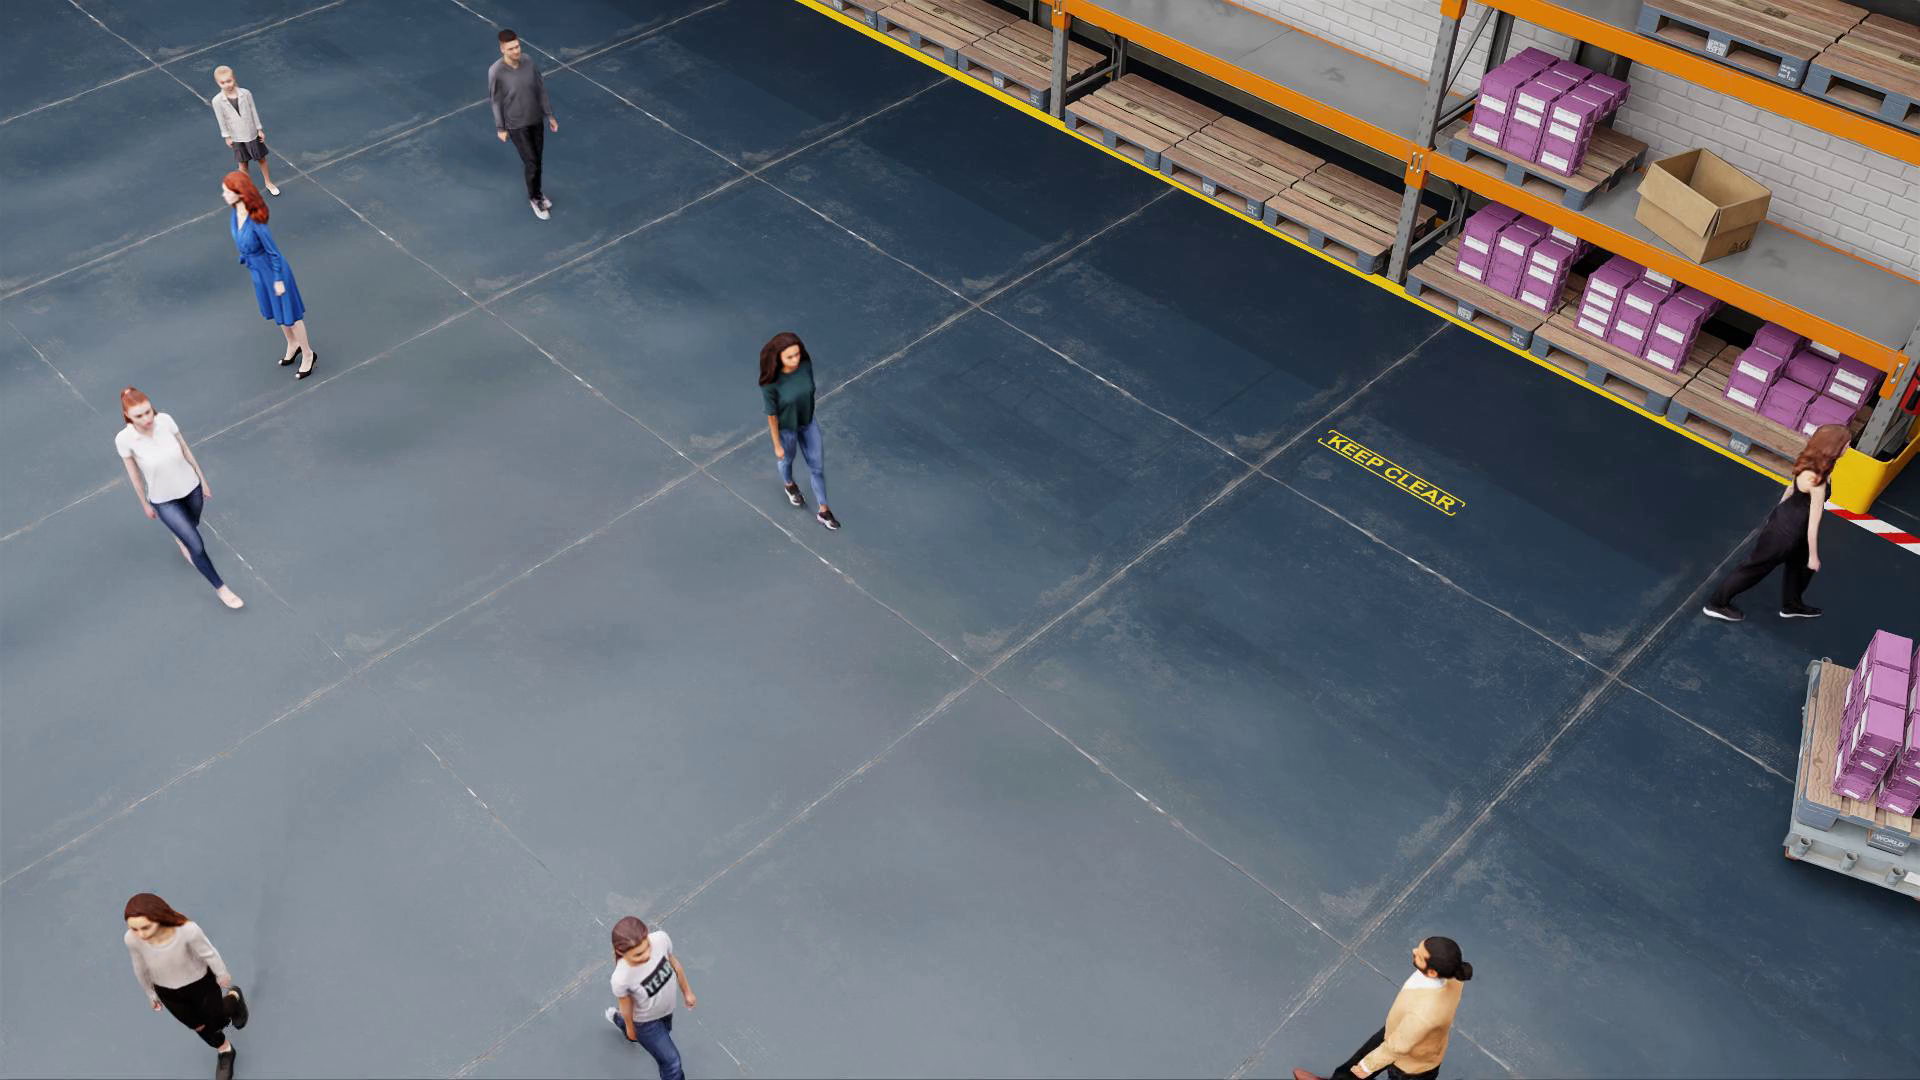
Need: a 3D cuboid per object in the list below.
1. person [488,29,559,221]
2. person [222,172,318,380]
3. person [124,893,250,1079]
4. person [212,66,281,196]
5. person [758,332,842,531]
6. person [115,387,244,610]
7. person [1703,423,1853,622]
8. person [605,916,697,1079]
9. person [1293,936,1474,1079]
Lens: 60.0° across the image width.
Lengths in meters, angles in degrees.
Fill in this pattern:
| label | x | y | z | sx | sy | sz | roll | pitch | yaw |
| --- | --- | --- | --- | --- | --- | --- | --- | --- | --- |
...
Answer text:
| label | x | y | z | sx | sy | sz | roll | pitch | yaw |
| --- | --- | --- | --- | --- | --- | --- | --- | --- | --- |
| person | -3.920 | -3.743 | 14.781 | 0.670 | 1.746 | 0.627 | 31 | 52 | 29 |
| person | -5.367 | -2.065 | 12.960 | 0.671 | 1.828 | 0.517 | -32 | 52 | -29 |
| person | -4.026 | 2.258 | 8.678 | 0.751 | 1.475 | 0.830 | -6 | 44 | -6 |
| person | -6.498 | -3.699 | 15.076 | 0.557 | 1.275 | 0.577 | -23 | 48 | -22 |
| person | -1.234 | -0.855 | 11.861 | 0.690 | 1.591 | 0.947 | -26 | 49 | -24 |
| person | -5.345 | -0.345 | 11.242 | 1.128 | 1.707 | 0.630 | 30 | 51 | 28 |
| person | 5.343 | -0.077 | 10.955 | 1.061 | 1.714 | 0.851 | 14 | 45 | 14 |
| person | -1.625 | 2.355 | 8.532 | 1.040 | 1.536 | 0.681 | 25 | 49 | 24 |
| person | 2.294 | 2.559 | 8.189 | 1.234 | 1.714 | 0.932 | 18 | 46 | 18 |
